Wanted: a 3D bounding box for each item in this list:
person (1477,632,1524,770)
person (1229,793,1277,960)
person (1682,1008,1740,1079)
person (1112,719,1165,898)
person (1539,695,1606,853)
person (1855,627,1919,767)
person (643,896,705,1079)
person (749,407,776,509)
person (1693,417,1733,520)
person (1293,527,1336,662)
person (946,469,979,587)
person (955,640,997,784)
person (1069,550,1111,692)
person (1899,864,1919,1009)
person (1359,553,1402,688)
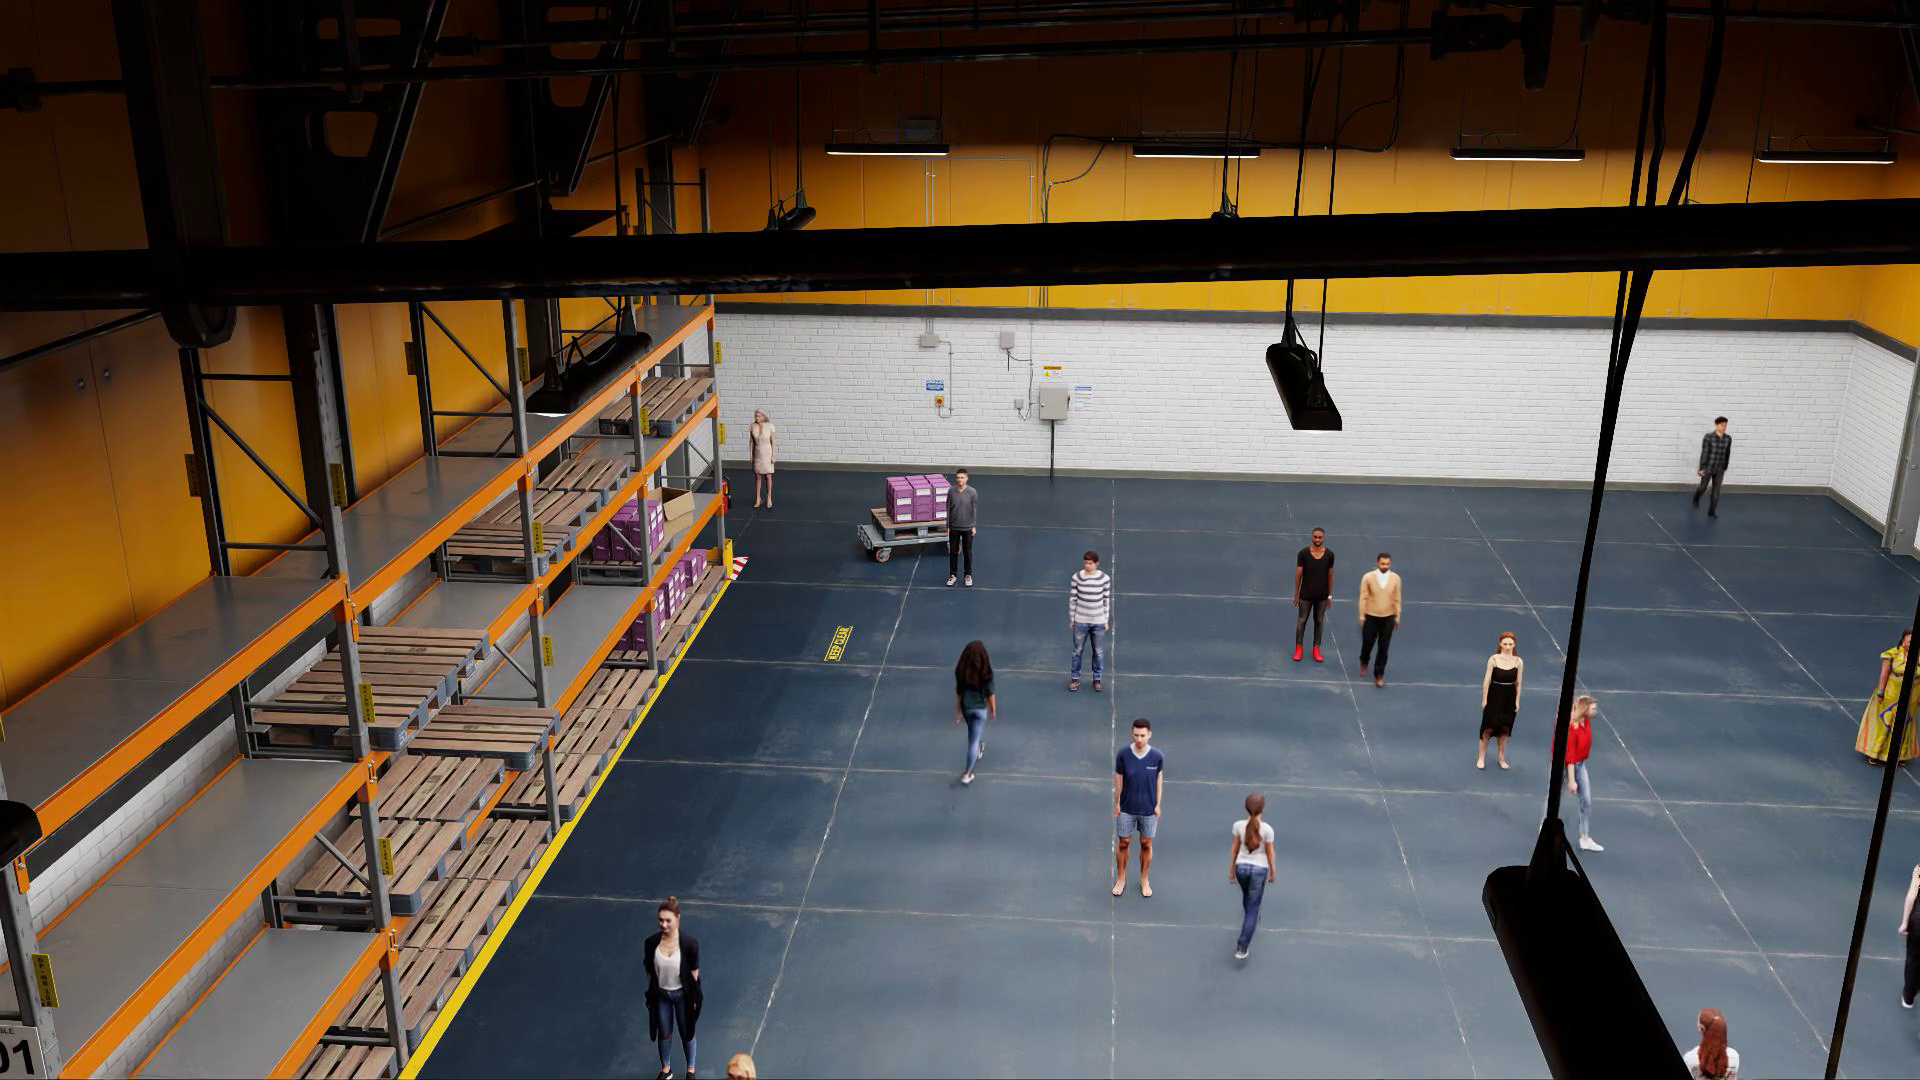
[{"bbox_3d":[6.095,1.793,18.732,0.555,1.624,0.553,2,19,7],"label":"person"},{"bbox_3d":[2.640,3.063,15.118,0.828,1.523,1.149,9,21,25],"label":"person"},{"bbox_3d":[5.206,4.142,11.655,0.825,1.689,1.192,-4,19,-11],"label":"person"},{"bbox_3d":[1.722,2.562,16.099,0.608,1.848,0.548,2,19,7],"label":"person"},{"bbox_3d":[6.169,2.340,17.026,0.960,1.676,1.037,-13,23,-34],"label":"person"},{"bbox_3d":[10.616,1.752,18.799,0.839,1.659,0.749,2,19,7],"label":"person"},{"bbox_3d":[-2.274,3.611,13.244,0.620,1.683,0.551,2,19,7],"label":"person"},{"bbox_3d":[-3.327,-1.397,28.029,0.592,1.736,0.546,2,19,7],"label":"person"},{"bbox_3d":[12.488,-1.234,27.602,0.653,1.699,0.855,1,19,3],"label":"person"},{"bbox_3d":[4.621,0.691,21.721,0.629,1.805,0.520,2,19,7],"label":"person"},{"bbox_3d":[0.023,-0.199,24.435,0.611,1.760,0.530,2,19,7],"label":"person"},{"bbox_3d":[0.144,1.931,18.402,0.718,1.575,1.109,5,19,14],"label":"person"},{"bbox_3d":[1.620,0.985,20.780,0.642,1.848,0.522,2,19,7],"label":"person"},{"bbox_3d":[8.229,3.299,14.092,0.805,1.732,1.052,8,20,23],"label":"person"},{"bbox_3d":[5.289,0.965,21.013,0.649,1.739,0.701,1,19,4],"label":"person"}]
